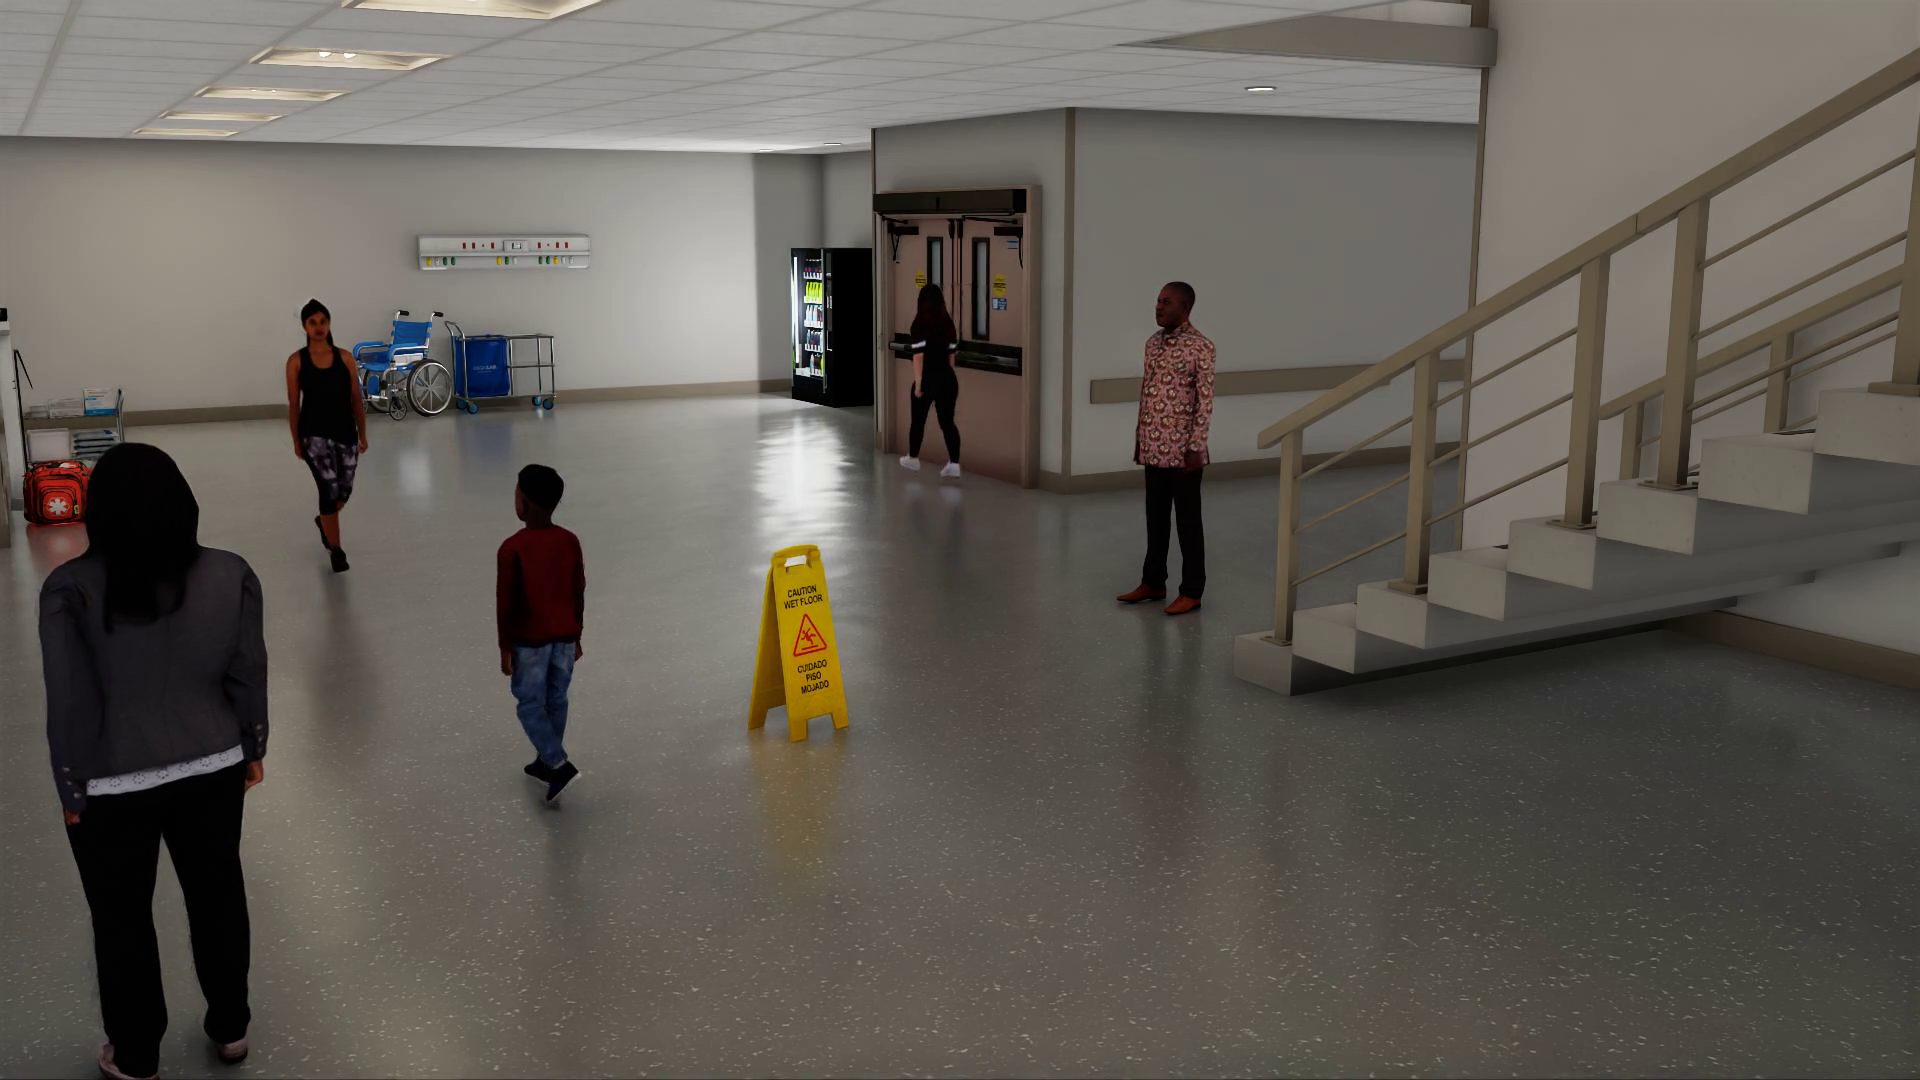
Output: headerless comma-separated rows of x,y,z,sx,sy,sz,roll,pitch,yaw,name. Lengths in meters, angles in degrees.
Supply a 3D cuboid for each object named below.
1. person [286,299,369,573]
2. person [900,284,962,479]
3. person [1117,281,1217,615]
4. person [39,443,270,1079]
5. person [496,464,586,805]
-3.923,-0.645,10.309,0.661,1.637,1.055,-8,13,-36,person
-0.159,-1.261,13.695,0.602,1.584,1.102,-7,13,-31,person
1.183,-0.523,9.205,0.764,1.808,0.568,-8,13,-37,person
-1.979,0.554,4.097,0.732,1.596,0.730,-10,15,-42,person
-1.509,0.353,6.098,0.806,1.246,0.626,10,15,43,person
